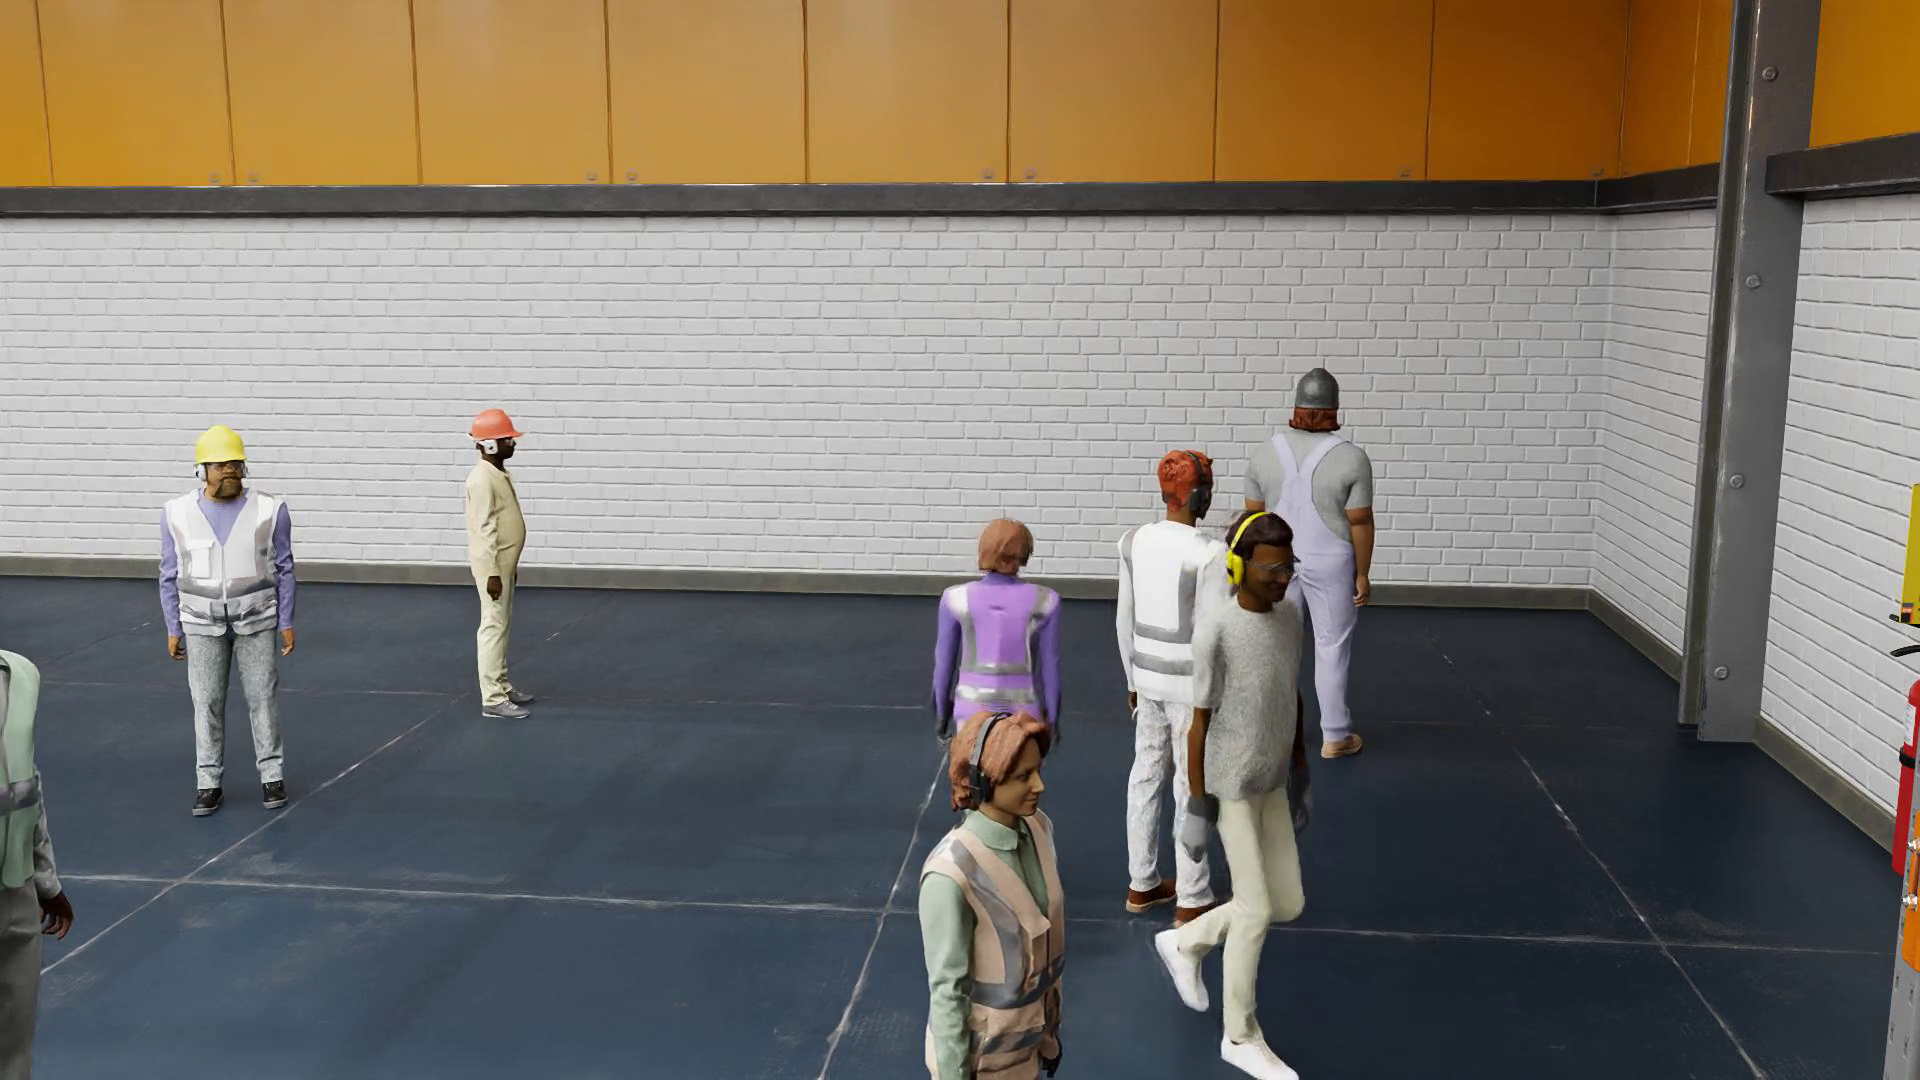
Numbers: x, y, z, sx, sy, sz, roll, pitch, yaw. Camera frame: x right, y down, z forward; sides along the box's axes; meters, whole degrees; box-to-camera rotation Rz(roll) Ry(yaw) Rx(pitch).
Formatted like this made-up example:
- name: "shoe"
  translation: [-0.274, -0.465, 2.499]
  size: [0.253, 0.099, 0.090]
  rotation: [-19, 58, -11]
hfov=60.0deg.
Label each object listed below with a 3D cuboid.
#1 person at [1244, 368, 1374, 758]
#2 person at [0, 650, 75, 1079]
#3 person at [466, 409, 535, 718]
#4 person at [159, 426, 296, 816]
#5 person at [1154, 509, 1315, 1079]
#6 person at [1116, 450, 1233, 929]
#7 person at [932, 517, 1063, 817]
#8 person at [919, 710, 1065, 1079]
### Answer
- name: "person"
  translation: [1.872, 0.113, 8.764]
  size: [0.688, 2.000, 0.539]
  rotation: [7, 12, 34]
- name: "person"
  translation: [-2.578, 0.948, 4.335]
  size: [0.392, 1.919, 0.592]
  rotation: [1, 10, 7]
- name: "person"
  translation: [-2.626, 0.128, 9.491]
  size: [0.323, 1.755, 0.565]
  rotation: [-1, 10, -7]
- name: "person"
  translation: [-3.441, 0.376, 7.843]
  size: [0.590, 1.836, 0.403]
  rotation: [-4, 11, -19]
- name: "person"
  translation: [0.911, 0.800, 5.403]
  size: [0.547, 1.843, 0.570]
  rotation: [-9, 14, -43]
- name: "person"
  translation: [0.861, 0.584, 6.523]
  size: [0.354, 1.883, 0.576]
  rotation: [-8, 13, -40]
- name: "person"
  translation: [0.149, 0.714, 6.595]
  size: [0.522, 1.609, 0.787]
  rotation: [0, 10, -1]
- name: "person"
  translation: [0.077, 1.182, 3.790]
  size: [0.307, 1.640, 0.518]
  rotation: [5, 11, 26]
